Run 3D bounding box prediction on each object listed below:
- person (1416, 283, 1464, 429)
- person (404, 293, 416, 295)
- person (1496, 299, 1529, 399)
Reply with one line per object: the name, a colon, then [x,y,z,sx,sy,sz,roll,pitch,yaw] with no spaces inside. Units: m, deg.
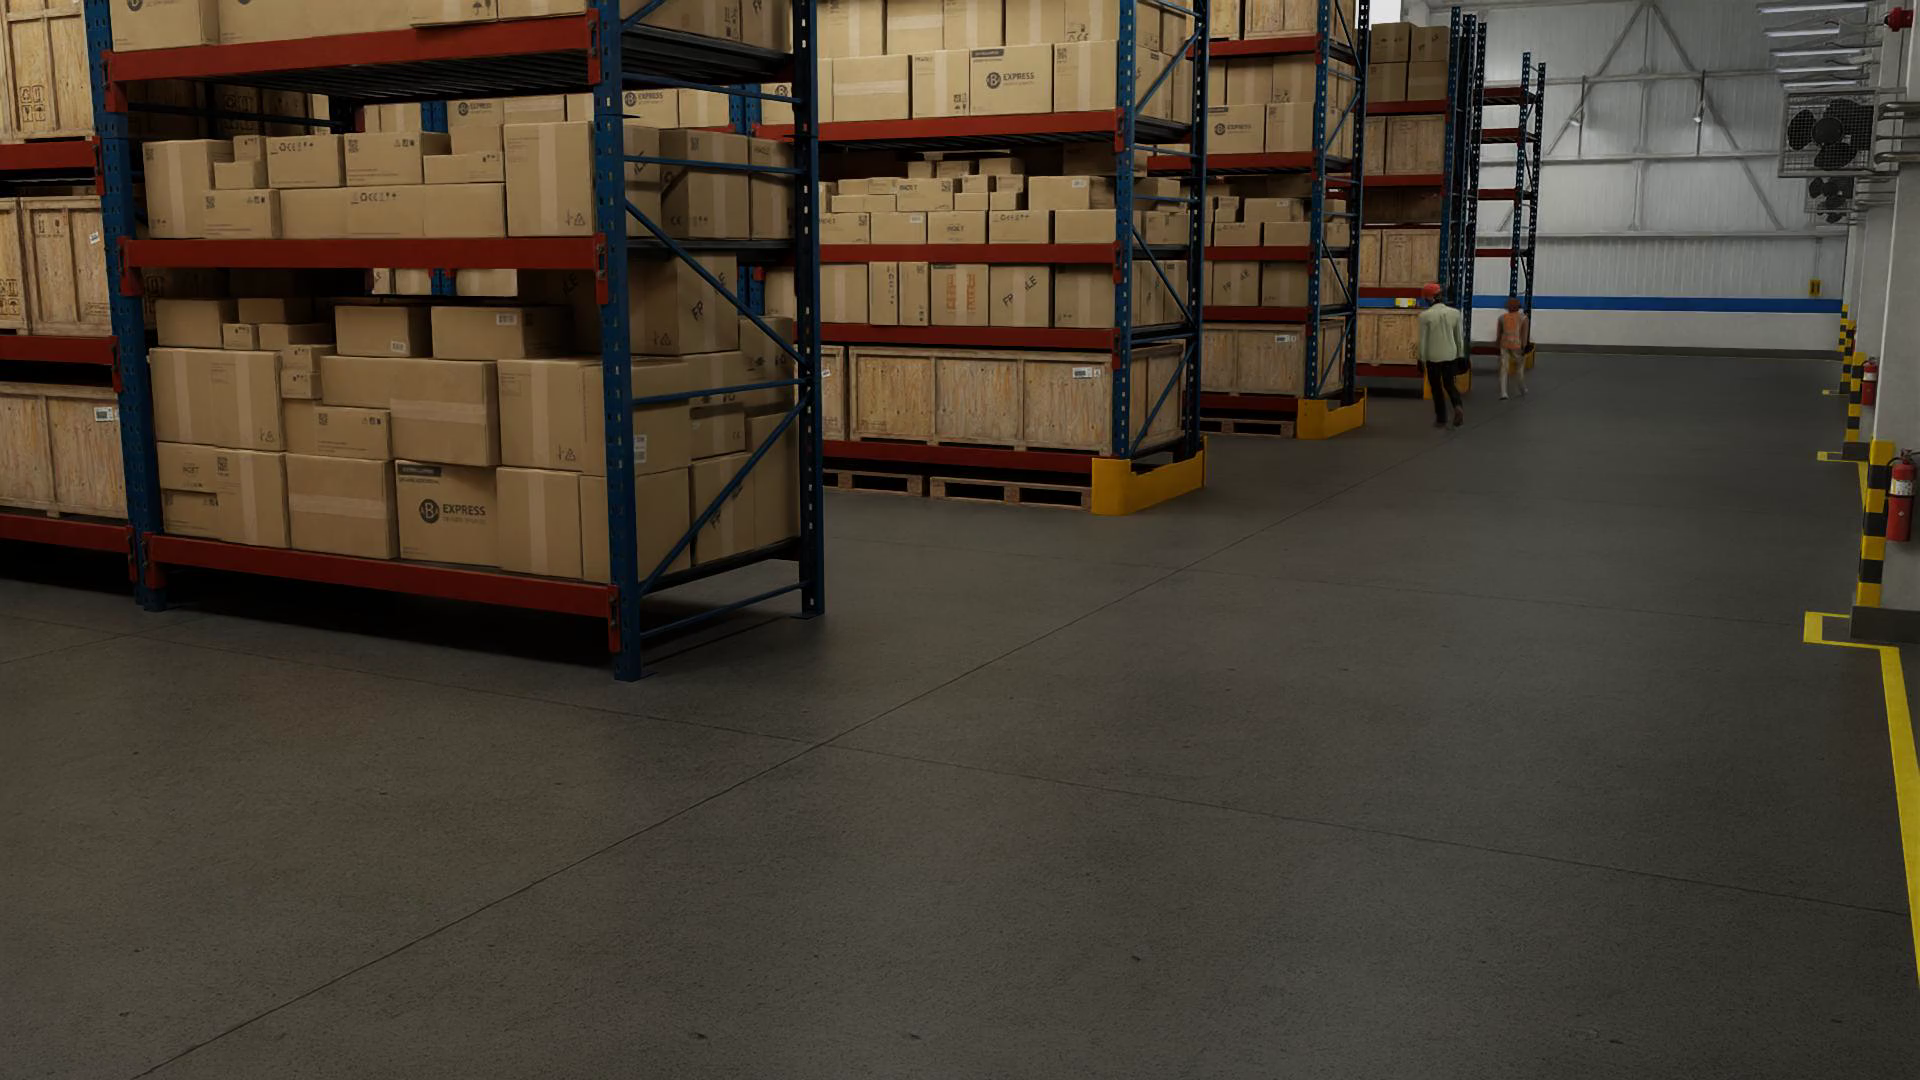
person: [6.327,-2.406,21.892,0.655,1.942,0.606,-2,10,-9]
person: [-5.610,-1.590,17.224,0.409,1.922,0.556,5,11,26]
person: [8.880,-3.067,26.695,0.534,1.587,0.863,7,12,35]
